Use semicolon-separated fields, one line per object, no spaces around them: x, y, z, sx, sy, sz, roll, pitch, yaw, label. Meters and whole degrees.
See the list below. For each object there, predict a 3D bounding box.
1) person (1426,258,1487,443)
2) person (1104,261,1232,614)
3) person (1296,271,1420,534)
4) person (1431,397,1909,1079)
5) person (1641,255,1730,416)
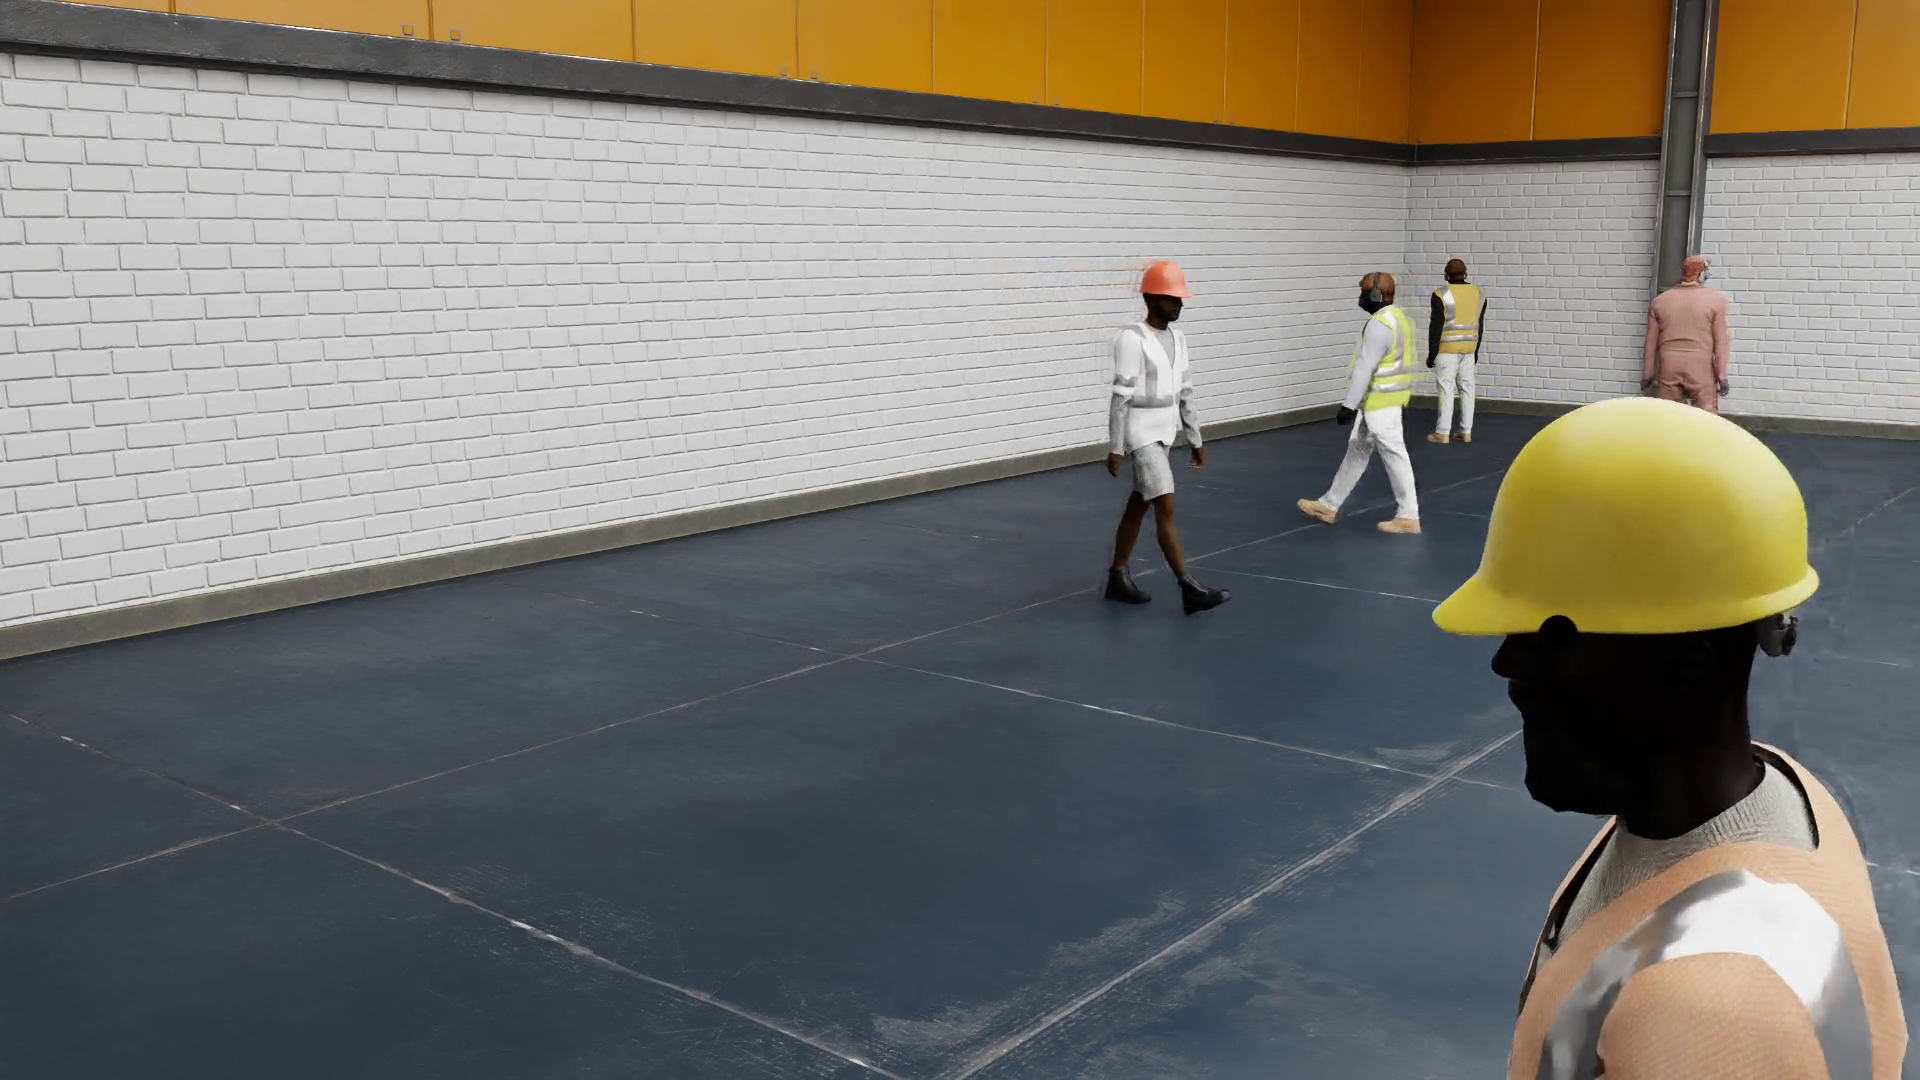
4.931;-1.884;16.635;0.624;1.841;0.430;-4;11;-19;person
1.157;-0.544;9.030;0.930;1.896;0.574;8;13;37;person
2.809;-0.954;11.570;0.933;1.793;0.644;4;11;21;person
0.542;0.817;1.512;0.816;1.887;0.610;4;11;21;person
6.036;-1.405;13.843;0.482;1.893;0.725;-10;14;-44;person
